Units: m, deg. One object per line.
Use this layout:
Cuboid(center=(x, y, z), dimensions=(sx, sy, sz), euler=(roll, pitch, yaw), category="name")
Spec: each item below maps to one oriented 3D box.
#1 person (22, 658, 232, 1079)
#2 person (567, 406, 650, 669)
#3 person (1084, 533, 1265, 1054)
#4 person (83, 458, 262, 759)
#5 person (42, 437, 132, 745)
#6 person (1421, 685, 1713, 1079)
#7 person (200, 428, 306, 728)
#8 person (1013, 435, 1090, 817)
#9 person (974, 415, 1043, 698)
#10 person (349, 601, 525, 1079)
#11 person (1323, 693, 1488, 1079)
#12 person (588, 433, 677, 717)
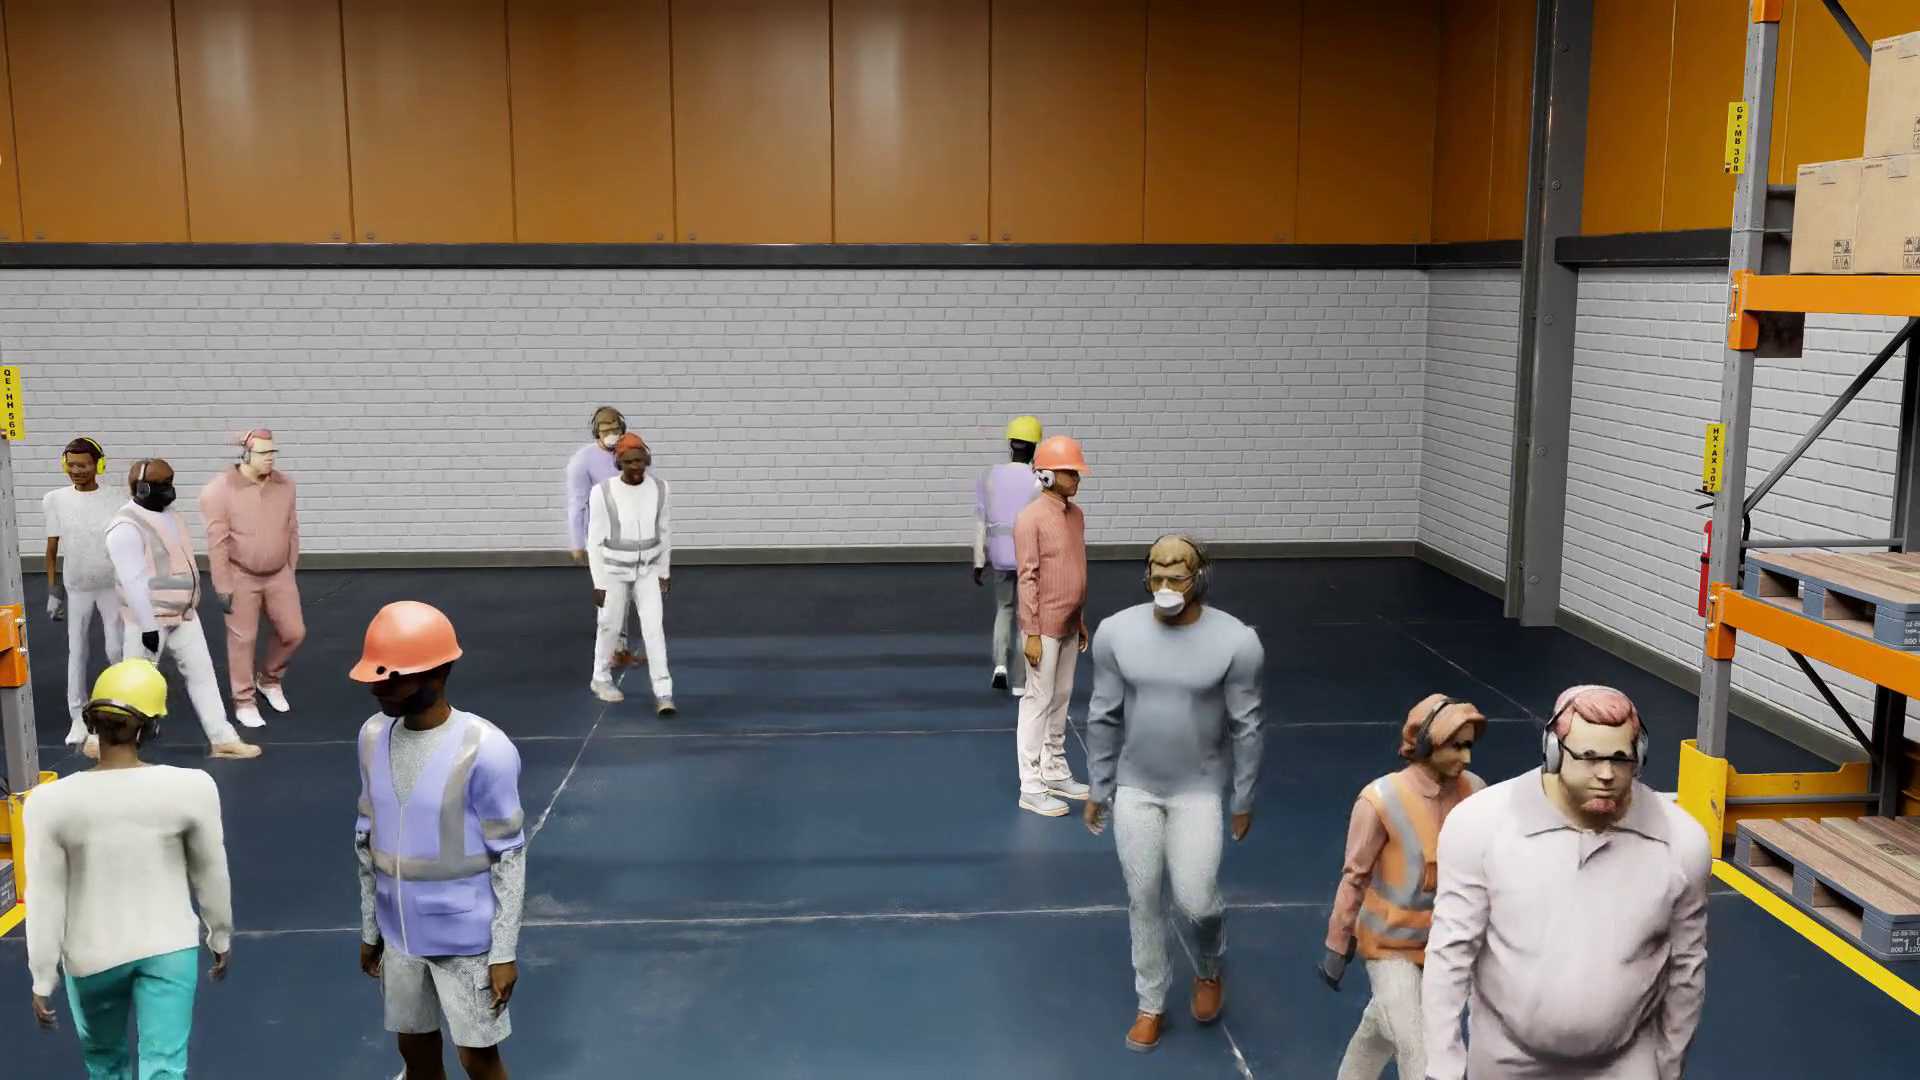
Cuboid(center=(-2.440, 1.206, 4.919), dimensions=(0.538, 1.707, 0.942), euler=(-4, 10, -25), category="person")
Cuboid(center=(-2.468, -0.009, 11.905), dimensions=(0.465, 1.912, 0.647), euler=(7, 12, 39), category="person")
Cuboid(center=(0.769, 0.920, 6.061), dimensions=(0.633, 1.925, 0.462), euler=(4, 10, 24), category="person")
Cuboid(center=(-4.641, 0.420, 9.591), dimensions=(0.941, 1.801, 0.635), euler=(1, 9, 3), category="person")
Cuboid(center=(-5.257, 0.303, 10.106), dimensions=(0.523, 1.865, 0.317), euler=(-5, 10, -27), category="person")
Cuboid(center=(1.441, 1.279, 3.975), dimensions=(0.668, 1.873, 0.889), euler=(2, 9, 14), category="person")
Cuboid(center=(-4.402, 0.241, 10.429), dimensions=(0.440, 1.890, 0.643), euler=(8, 12, 40), category="person")
Cuboid(center=(0.501, 0.441, 8.827), dimensions=(0.376, 1.997, 0.612), euler=(5, 10, 30), category="person")
Cuboid(center=(0.400, 0.115, 11.152), dimensions=(0.612, 1.903, 0.427), euler=(3, 10, 18), category="person")
Cuboid(center=(-1.512, 1.119, 4.762), dimensions=(0.550, 1.933, 0.375), euler=(4, 10, 23), category="person")
Cuboid(center=(1.405, 1.241, 5.078), dimensions=(0.533, 1.578, 0.874), euler=(-5, 10, -30), category="person")
Cuboid(center=(-2.134, 0.213, 10.786), dimensions=(0.625, 1.834, 1.012), euler=(-6, 11, -33), category="person")
